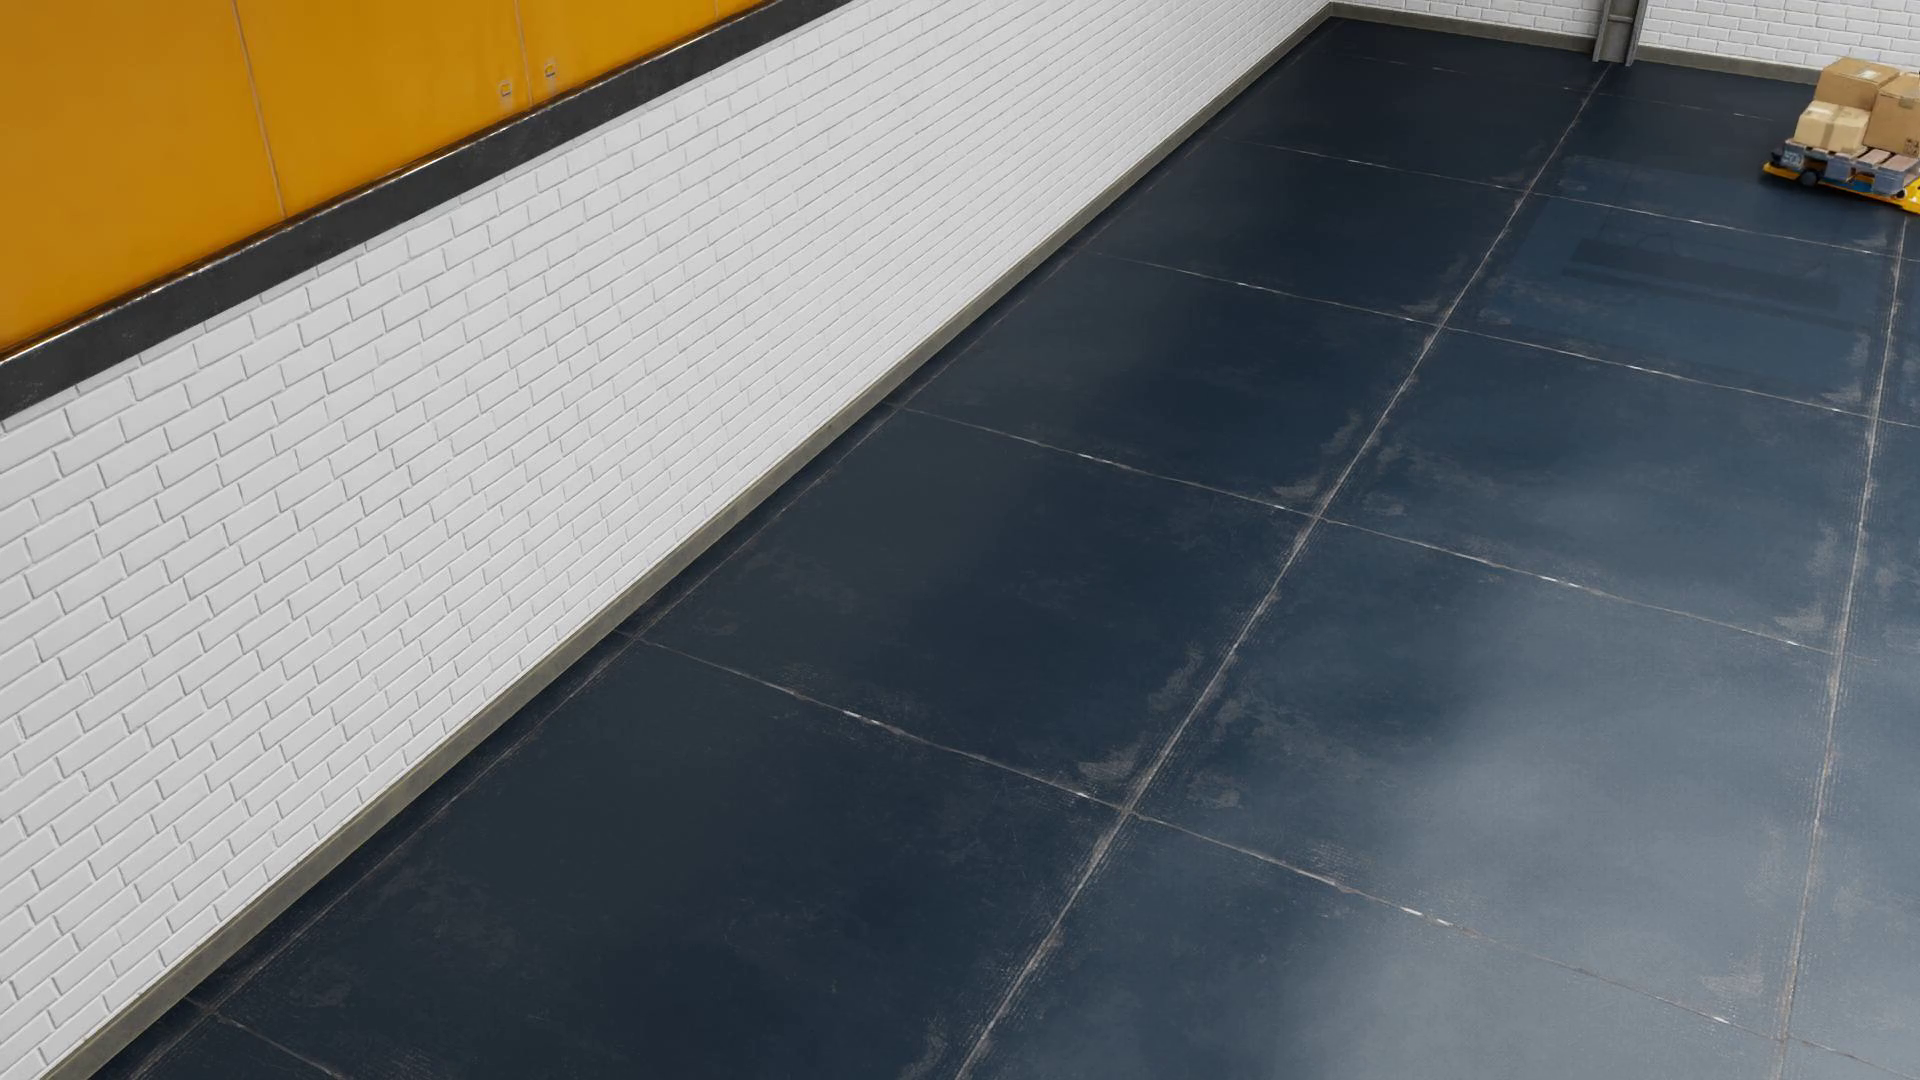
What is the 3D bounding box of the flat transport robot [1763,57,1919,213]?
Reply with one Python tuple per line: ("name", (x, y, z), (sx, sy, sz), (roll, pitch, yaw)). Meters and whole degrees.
("flat transport robot", (8.024, -3.261, 14.830), (1.431, 0.231, 0.659), (29, 43, 36))
